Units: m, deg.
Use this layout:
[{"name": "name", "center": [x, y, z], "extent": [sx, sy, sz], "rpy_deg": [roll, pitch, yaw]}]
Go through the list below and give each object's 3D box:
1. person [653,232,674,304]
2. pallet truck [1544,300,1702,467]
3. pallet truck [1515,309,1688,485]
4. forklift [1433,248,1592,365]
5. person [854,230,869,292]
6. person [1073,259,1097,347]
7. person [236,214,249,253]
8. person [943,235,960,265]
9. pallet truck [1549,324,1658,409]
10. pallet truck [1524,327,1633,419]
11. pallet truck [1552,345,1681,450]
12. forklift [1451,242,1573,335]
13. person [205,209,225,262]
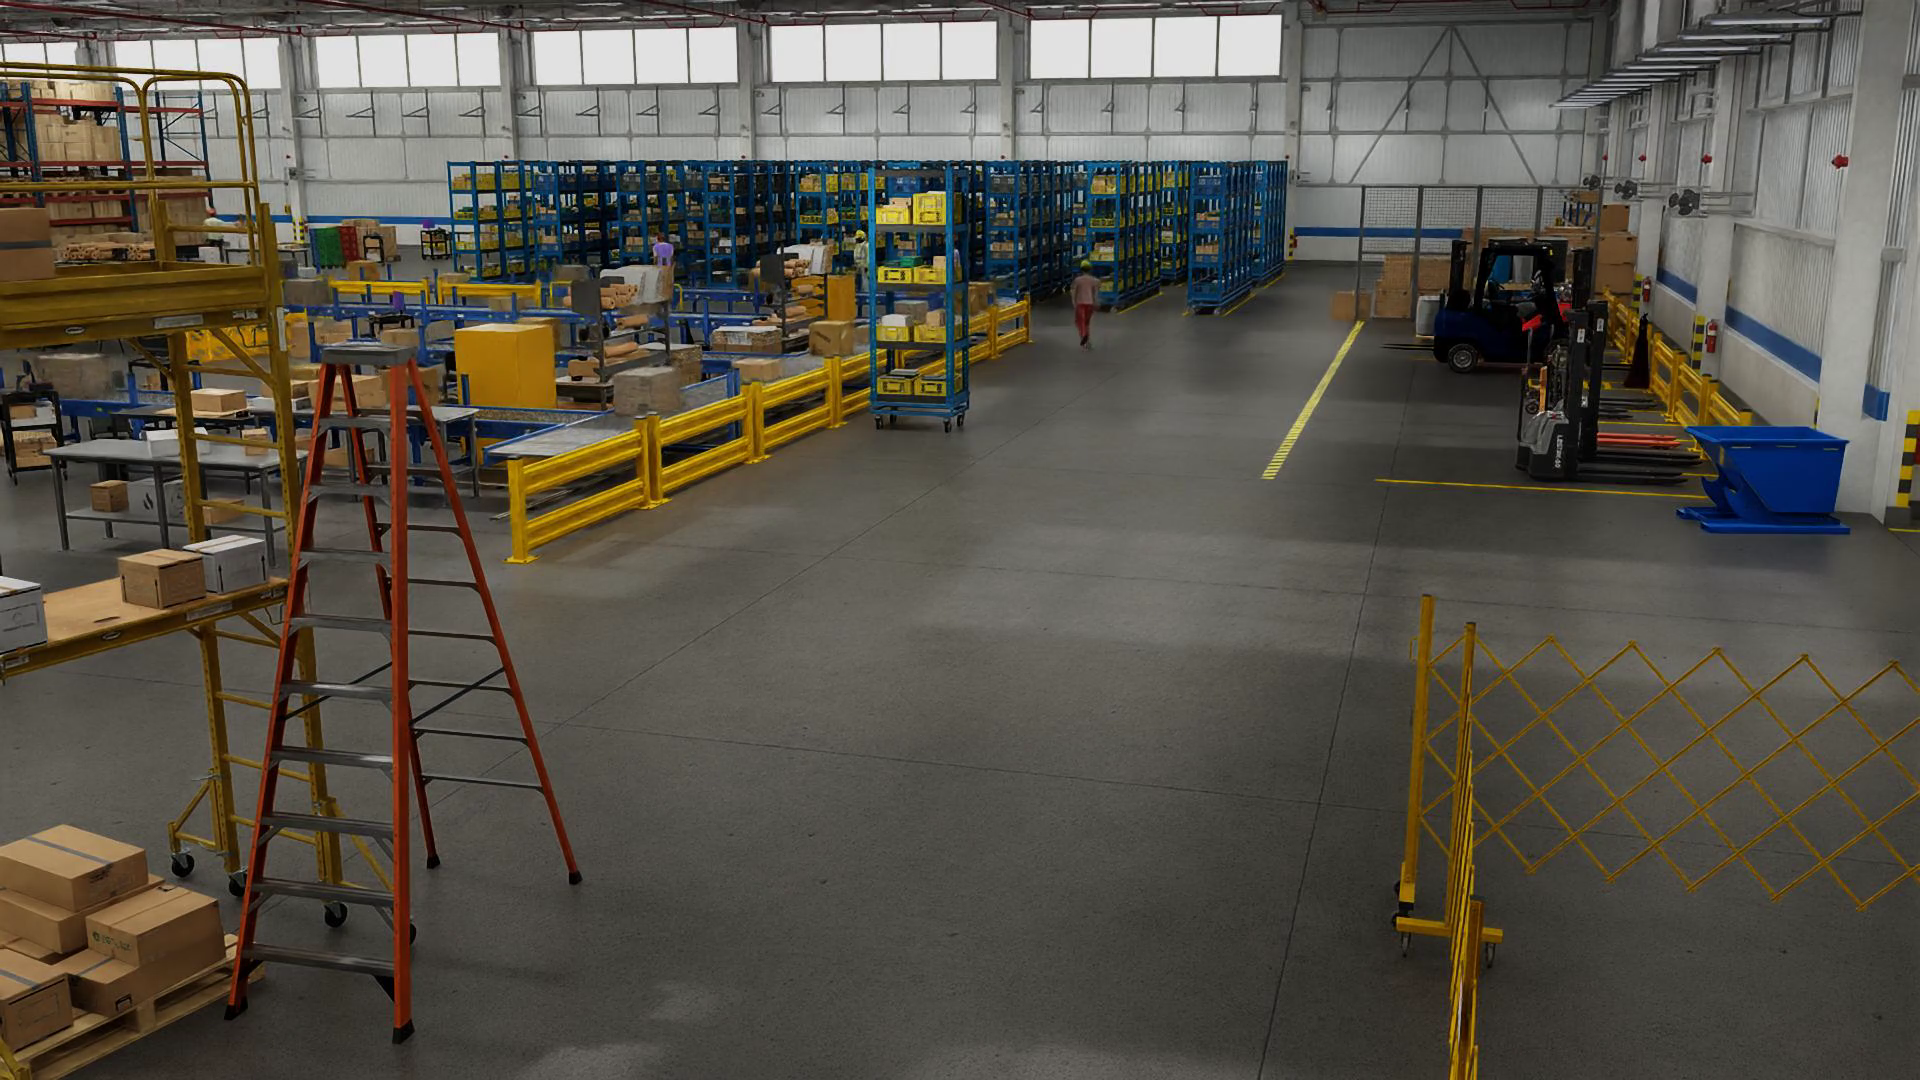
[{"name": "person", "center": [-7.556, -6.921, 42.416], "extent": [0.565, 1.850, 0.390], "rpy_deg": [-10, 16, -36]}, {"name": "pallet truck", "center": [8.263, -1.952, 20.631], "extent": [1.885, 1.965, 0.823], "rpy_deg": [5, 14, 20]}, {"name": "pallet truck", "center": [7.554, -1.677, 19.446], "extent": [1.885, 1.965, 0.823], "rpy_deg": [3, 13, 14]}, {"name": "forklift", "center": [9.780, -4.111, 29.280], "extent": [2.680, 1.987, 1.157], "rpy_deg": [3, 13, 14]}, {"name": "person", "center": [-2.611, -7.277, 44.009], "extent": [0.404, 1.827, 0.586], "rpy_deg": [-9, 16, -34]}, {"name": "person", "center": [2.482, -4.672, 32.921], "extent": [0.530, 1.754, 0.457], "rpy_deg": [-3, 13, -14]}, {"name": "person", "center": [-27.145, -11.566, 63.024], "extent": [0.546, 1.607, 0.739], "rpy_deg": [-9, 16, -35]}, {"name": "person", "center": [-0.197, -5.875, 37.478], "extent": [0.392, 2.041, 0.615], "rpy_deg": [1, 13, 6]}, {"name": "pallet truck", "center": [9.824, -2.669, 25.407], "extent": [1.601, 1.201, 0.680], "rpy_deg": [4, 14, 16]}, {"name": "pallet truck", "center": [9.065, -2.460, 24.370], "extent": [1.522, 1.261, 0.704], "rpy_deg": [3, 13, 14]}, {"name": "pallet truck", "center": [8.641, -1.896, 21.908], "extent": [1.630, 1.274, 0.653], "rpy_deg": [4, 14, 16]}, {"name": "forklift", "center": [10.464, -4.597, 31.405], "extent": [2.680, 1.987, 1.157], "rpy_deg": [4, 14, 16]}, {"name": "person", "center": [-25.624, -10.397, 57.225], "extent": [0.639, 1.934, 1.048], "rpy_deg": [-4, 14, -15]}]
